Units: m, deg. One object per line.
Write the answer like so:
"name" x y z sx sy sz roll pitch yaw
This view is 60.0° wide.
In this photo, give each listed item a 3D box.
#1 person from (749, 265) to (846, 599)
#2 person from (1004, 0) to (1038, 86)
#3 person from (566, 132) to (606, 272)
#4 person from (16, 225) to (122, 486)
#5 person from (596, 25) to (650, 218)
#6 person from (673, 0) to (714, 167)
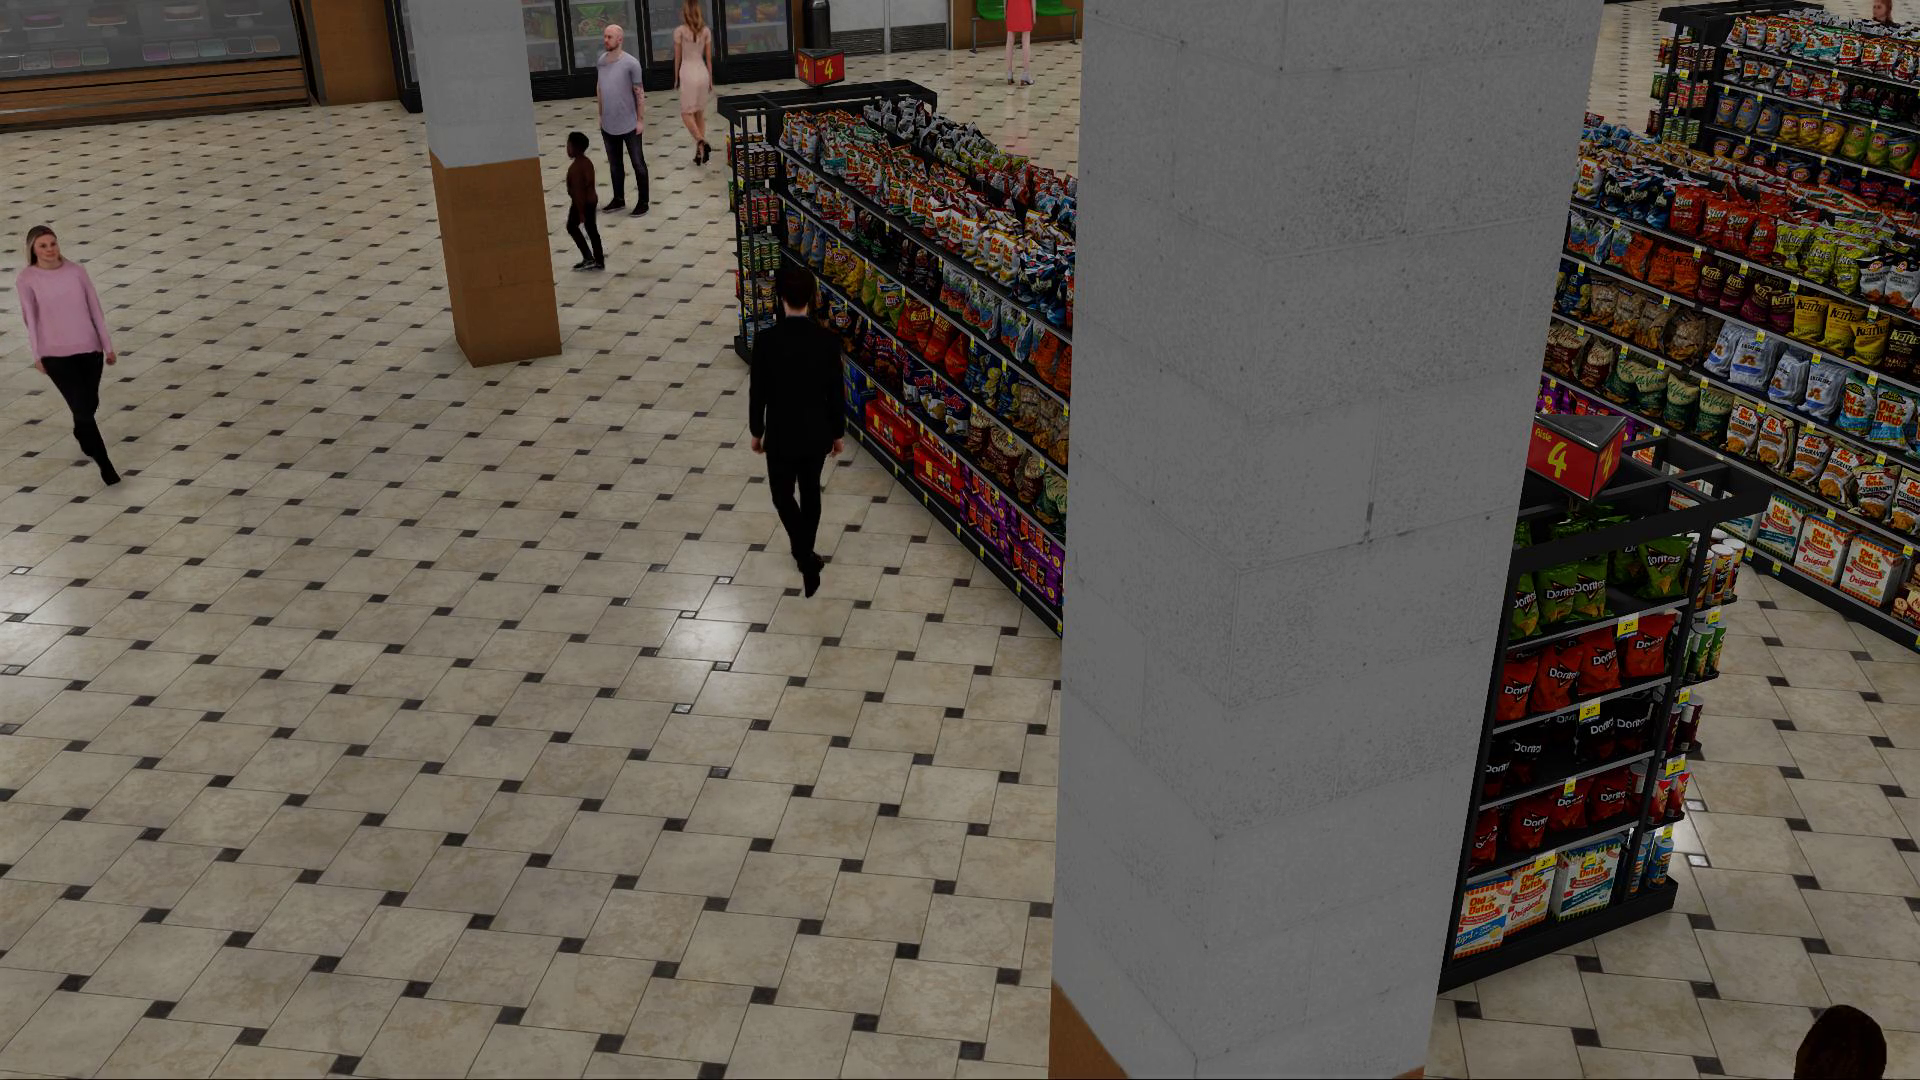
"person" -0.899 -0.573 9.303 0.757 1.870 1.076 -8 28 -16
"person" 0.777 -6.933 21.890 0.646 1.828 0.731 13 29 23
"person" -3.276 -2.989 14.757 0.669 1.244 0.597 7 28 14
"person" -5.807 -1.228 10.836 0.847 1.651 1.183 -23 35 -38
"person" -3.322 -4.120 16.332 0.742 1.837 0.827 12 29 23
"person" -2.838 -4.880 17.860 0.581 1.812 0.873 -12 29 -22
